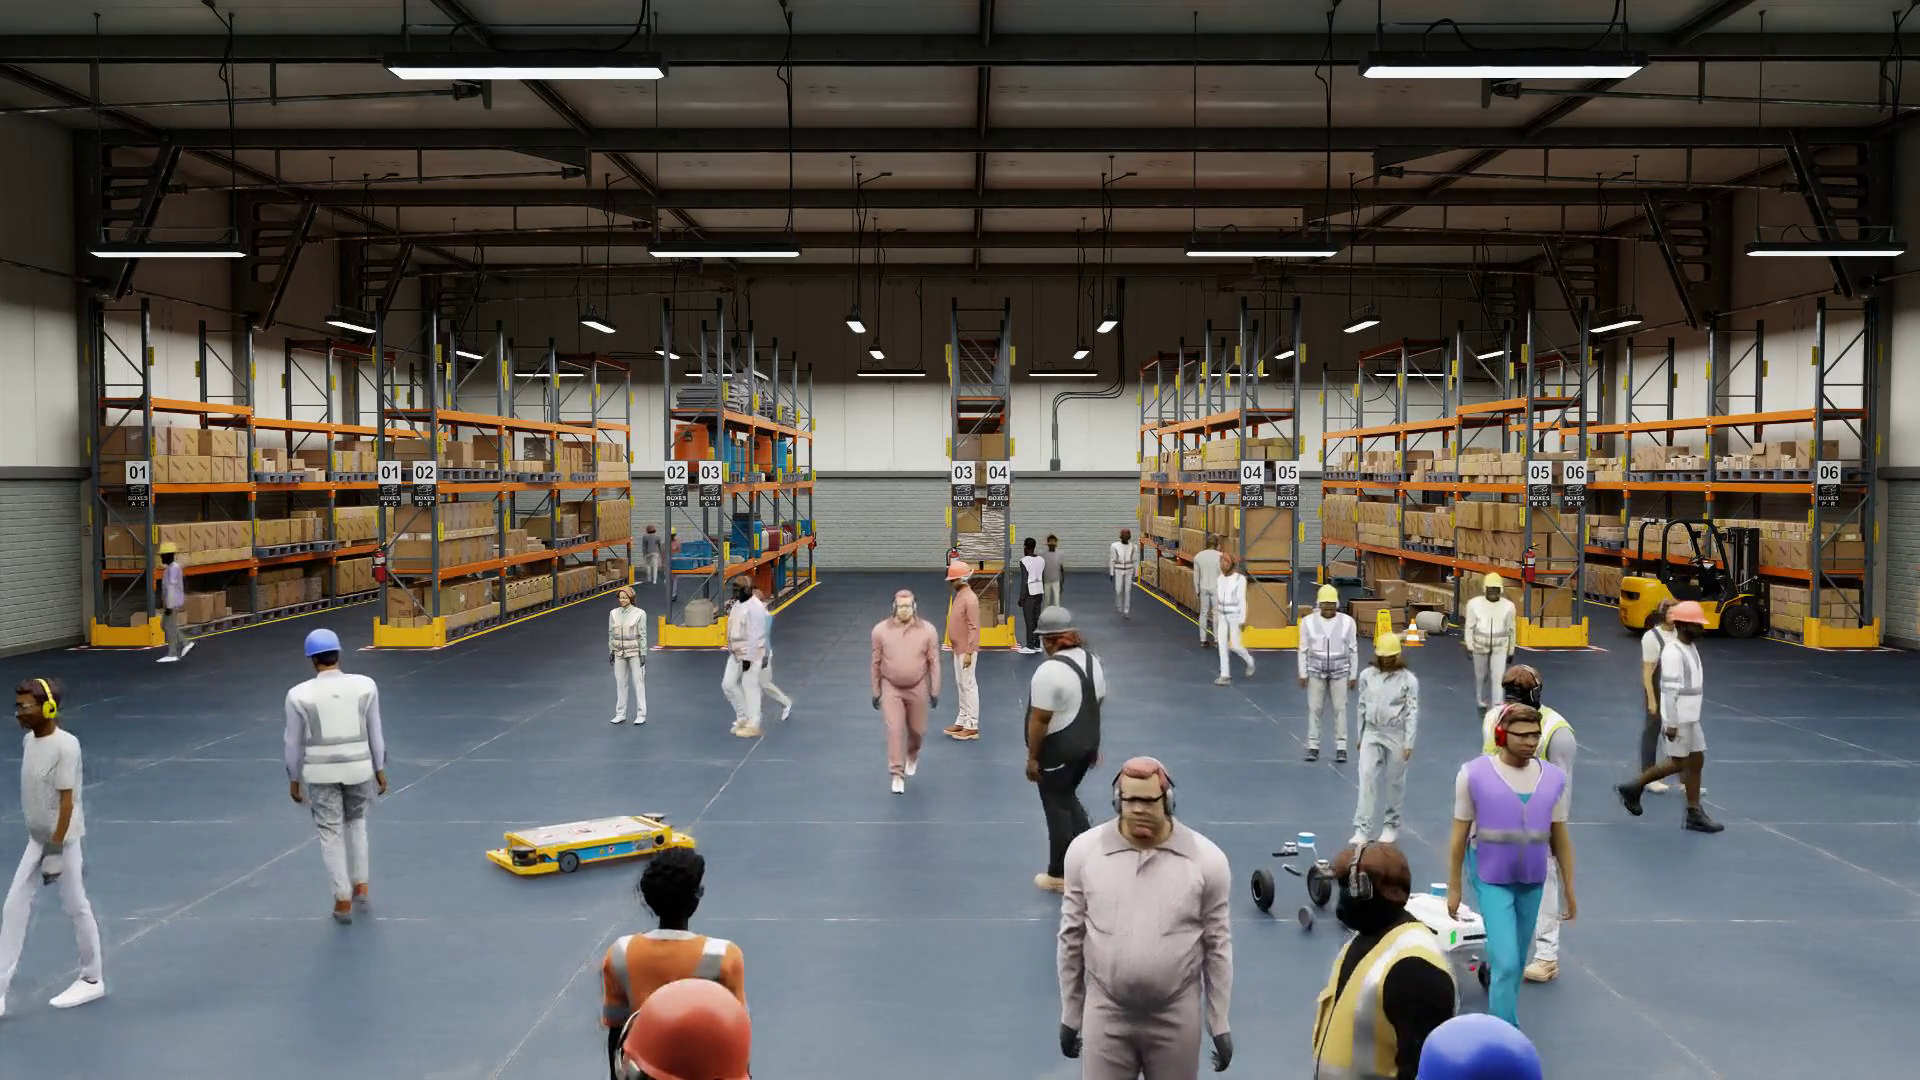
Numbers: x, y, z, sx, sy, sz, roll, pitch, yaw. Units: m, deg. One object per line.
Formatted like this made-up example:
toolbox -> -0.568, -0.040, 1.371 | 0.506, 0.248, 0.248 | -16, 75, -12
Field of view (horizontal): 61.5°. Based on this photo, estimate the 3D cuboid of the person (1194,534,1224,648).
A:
person -> 4.309, 0.874, 27.700 | 0.629, 1.936, 0.371 | 2, 3, 36

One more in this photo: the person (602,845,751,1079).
person -> -0.986, 1.881, 5.473 | 0.539, 1.677, 0.703 | 1, 2, 21

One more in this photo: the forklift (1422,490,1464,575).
forklift -> 13.926, -0.371, 47.846 | 1.873, 2.768, 1.129 | 0, 2, 0

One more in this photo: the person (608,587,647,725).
person -> -3.930, 1.366, 19.136 | 0.514, 1.631, 0.318 | 1, 2, 21

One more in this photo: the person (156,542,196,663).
person -> -12.417, 0.976, 25.475 | 0.465, 1.912, 0.585 | -1, 3, -27

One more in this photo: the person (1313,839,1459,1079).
person -> 1.322, 1.842, 4.978 | 0.489, 1.808, 0.733 | 0, 2, -5

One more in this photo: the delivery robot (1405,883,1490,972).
delivery robot -> 2.803, 2.254, 9.429 | 0.477, 0.478, 0.707 | -1, 2, -19

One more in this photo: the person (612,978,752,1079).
person -> -0.576, 1.843, 3.175 | 0.634, 1.934, 0.970 | -1, 2, -19

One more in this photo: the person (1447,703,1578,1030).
person -> 2.736, 1.713, 7.869 | 0.605, 1.822, 0.668 | -1, 2, -13

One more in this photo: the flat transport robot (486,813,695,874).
flat transport robot -> -2.832, 2.322, 12.410 | 1.431, 0.197, 0.652 | -2, 3, -37

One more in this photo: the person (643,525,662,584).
person -> -8.389, 0.383, 44.042 | 0.536, 1.599, 0.742 | -1, 2, -15

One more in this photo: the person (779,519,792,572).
person -> -4.913, 0.286, 44.764 | 0.489, 1.742, 0.555 | -1, 3, -30

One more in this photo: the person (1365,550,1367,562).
person -> 11.371, 0.372, 44.532 | 0.773, 1.586, 0.510 | 1, 2, 21

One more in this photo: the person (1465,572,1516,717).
person -> 6.390, 1.275, 19.463 | 0.592, 1.811, 0.799 | 1, 2, 16

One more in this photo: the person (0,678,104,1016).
person -> -5.063, 1.674, 8.762 | 0.560, 1.833, 0.887 | 1, 3, 31

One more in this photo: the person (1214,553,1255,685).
person -> 3.865, 1.101, 22.834 | 0.641, 1.863, 0.581 | -2, 3, -41

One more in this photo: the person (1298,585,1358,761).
person -> 3.797, 1.369, 16.688 | 0.603, 1.823, 0.403 | 1, 2, 13

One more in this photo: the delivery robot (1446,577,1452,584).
delivery robot -> 12.060, 1.018, 40.556 | 0.477, 0.478, 0.707 | 0, 2, -9

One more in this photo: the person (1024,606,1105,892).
person -> 0.704, 1.486, 11.501 | 0.536, 2.000, 0.707 | 2, 3, 38

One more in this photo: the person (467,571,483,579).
person -> -11.855, 0.457, 39.469 | 0.591, 1.833, 0.403 | 0, 2, 0

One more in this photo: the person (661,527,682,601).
person -> -6.765, 0.550, 38.137 | 0.538, 1.754, 0.595 | 0, 2, 8

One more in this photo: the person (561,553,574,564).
person -> -10.515, 0.323, 42.878 | 0.556, 1.821, 0.976 | 0, 2, 0

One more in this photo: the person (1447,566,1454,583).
person -> 13.280, 0.178, 43.827 | 0.363, 2.048, 0.612 | 1, 3, 30

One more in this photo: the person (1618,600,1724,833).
person -> 5.965, 1.449, 13.493 | 0.747, 1.916, 0.551 | 2, 3, 42

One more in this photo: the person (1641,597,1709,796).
person -> 6.534, 1.441, 14.780 | 0.538, 1.817, 0.803 | -1, 2, -19

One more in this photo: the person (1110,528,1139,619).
person -> 3.389, 0.694, 33.144 | 0.598, 1.860, 0.605 | 0, 2, -1

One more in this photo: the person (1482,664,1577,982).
person -> 3.318, 1.648, 9.544 | 0.430, 1.836, 0.618 | -1, 3, -30

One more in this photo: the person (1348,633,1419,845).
person -> 3.323, 1.582, 12.679 | 0.500, 1.693, 0.860 | 1, 3, 29

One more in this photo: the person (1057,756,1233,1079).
person -> 0.677, 1.751, 6.017 | 0.652, 1.904, 0.403 | 0, 2, 11

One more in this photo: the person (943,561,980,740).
person -> 0.026, 1.229, 18.128 | 0.393, 1.986, 0.610 | -1, 2, -15

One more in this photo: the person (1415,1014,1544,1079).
person -> 0.949, 1.856, 3.271 | 0.600, 1.916, 0.829 | -2, 3, -34

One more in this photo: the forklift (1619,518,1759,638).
forklift -> 13.417, 0.684, 29.791 | 2.313, 2.155, 1.214 | 0, 2, 0

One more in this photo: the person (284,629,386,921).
person -> -4.202, 1.552, 10.821 | 0.623, 1.915, 0.641 | -2, 3, -34

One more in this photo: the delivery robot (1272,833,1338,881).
delivery robot -> 2.309, 2.073, 10.773 | 0.335, 0.223, 0.698 | 0, 2, -13

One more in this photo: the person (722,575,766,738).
person -> -2.421, 1.306, 18.179 | 0.455, 1.822, 0.629 | -2, 3, -36

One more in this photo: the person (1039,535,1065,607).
person -> 1.736, 0.814, 30.646 | 0.502, 1.823, 0.962 | 0, 2, 2

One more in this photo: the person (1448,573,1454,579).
person -> 13.987, 0.164, 46.186 | 0.654, 1.882, 0.667 | -1, 2, -20

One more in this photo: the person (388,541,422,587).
person -> -11.305, 0.640, 32.864 | 0.628, 1.992, 0.397 | -1, 3, -30

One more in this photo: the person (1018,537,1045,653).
person -> 1.196, 0.917, 26.824 | 0.373, 1.916, 0.596 | 2, 3, 39

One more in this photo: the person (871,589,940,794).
person -> -0.521, 1.397, 15.284 | 0.652, 1.884, 0.797 | 0, 2, -6

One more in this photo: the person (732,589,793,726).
person -> -2.326, 1.373, 19.066 | 0.529, 1.616, 0.665 | 2, 3, 41
